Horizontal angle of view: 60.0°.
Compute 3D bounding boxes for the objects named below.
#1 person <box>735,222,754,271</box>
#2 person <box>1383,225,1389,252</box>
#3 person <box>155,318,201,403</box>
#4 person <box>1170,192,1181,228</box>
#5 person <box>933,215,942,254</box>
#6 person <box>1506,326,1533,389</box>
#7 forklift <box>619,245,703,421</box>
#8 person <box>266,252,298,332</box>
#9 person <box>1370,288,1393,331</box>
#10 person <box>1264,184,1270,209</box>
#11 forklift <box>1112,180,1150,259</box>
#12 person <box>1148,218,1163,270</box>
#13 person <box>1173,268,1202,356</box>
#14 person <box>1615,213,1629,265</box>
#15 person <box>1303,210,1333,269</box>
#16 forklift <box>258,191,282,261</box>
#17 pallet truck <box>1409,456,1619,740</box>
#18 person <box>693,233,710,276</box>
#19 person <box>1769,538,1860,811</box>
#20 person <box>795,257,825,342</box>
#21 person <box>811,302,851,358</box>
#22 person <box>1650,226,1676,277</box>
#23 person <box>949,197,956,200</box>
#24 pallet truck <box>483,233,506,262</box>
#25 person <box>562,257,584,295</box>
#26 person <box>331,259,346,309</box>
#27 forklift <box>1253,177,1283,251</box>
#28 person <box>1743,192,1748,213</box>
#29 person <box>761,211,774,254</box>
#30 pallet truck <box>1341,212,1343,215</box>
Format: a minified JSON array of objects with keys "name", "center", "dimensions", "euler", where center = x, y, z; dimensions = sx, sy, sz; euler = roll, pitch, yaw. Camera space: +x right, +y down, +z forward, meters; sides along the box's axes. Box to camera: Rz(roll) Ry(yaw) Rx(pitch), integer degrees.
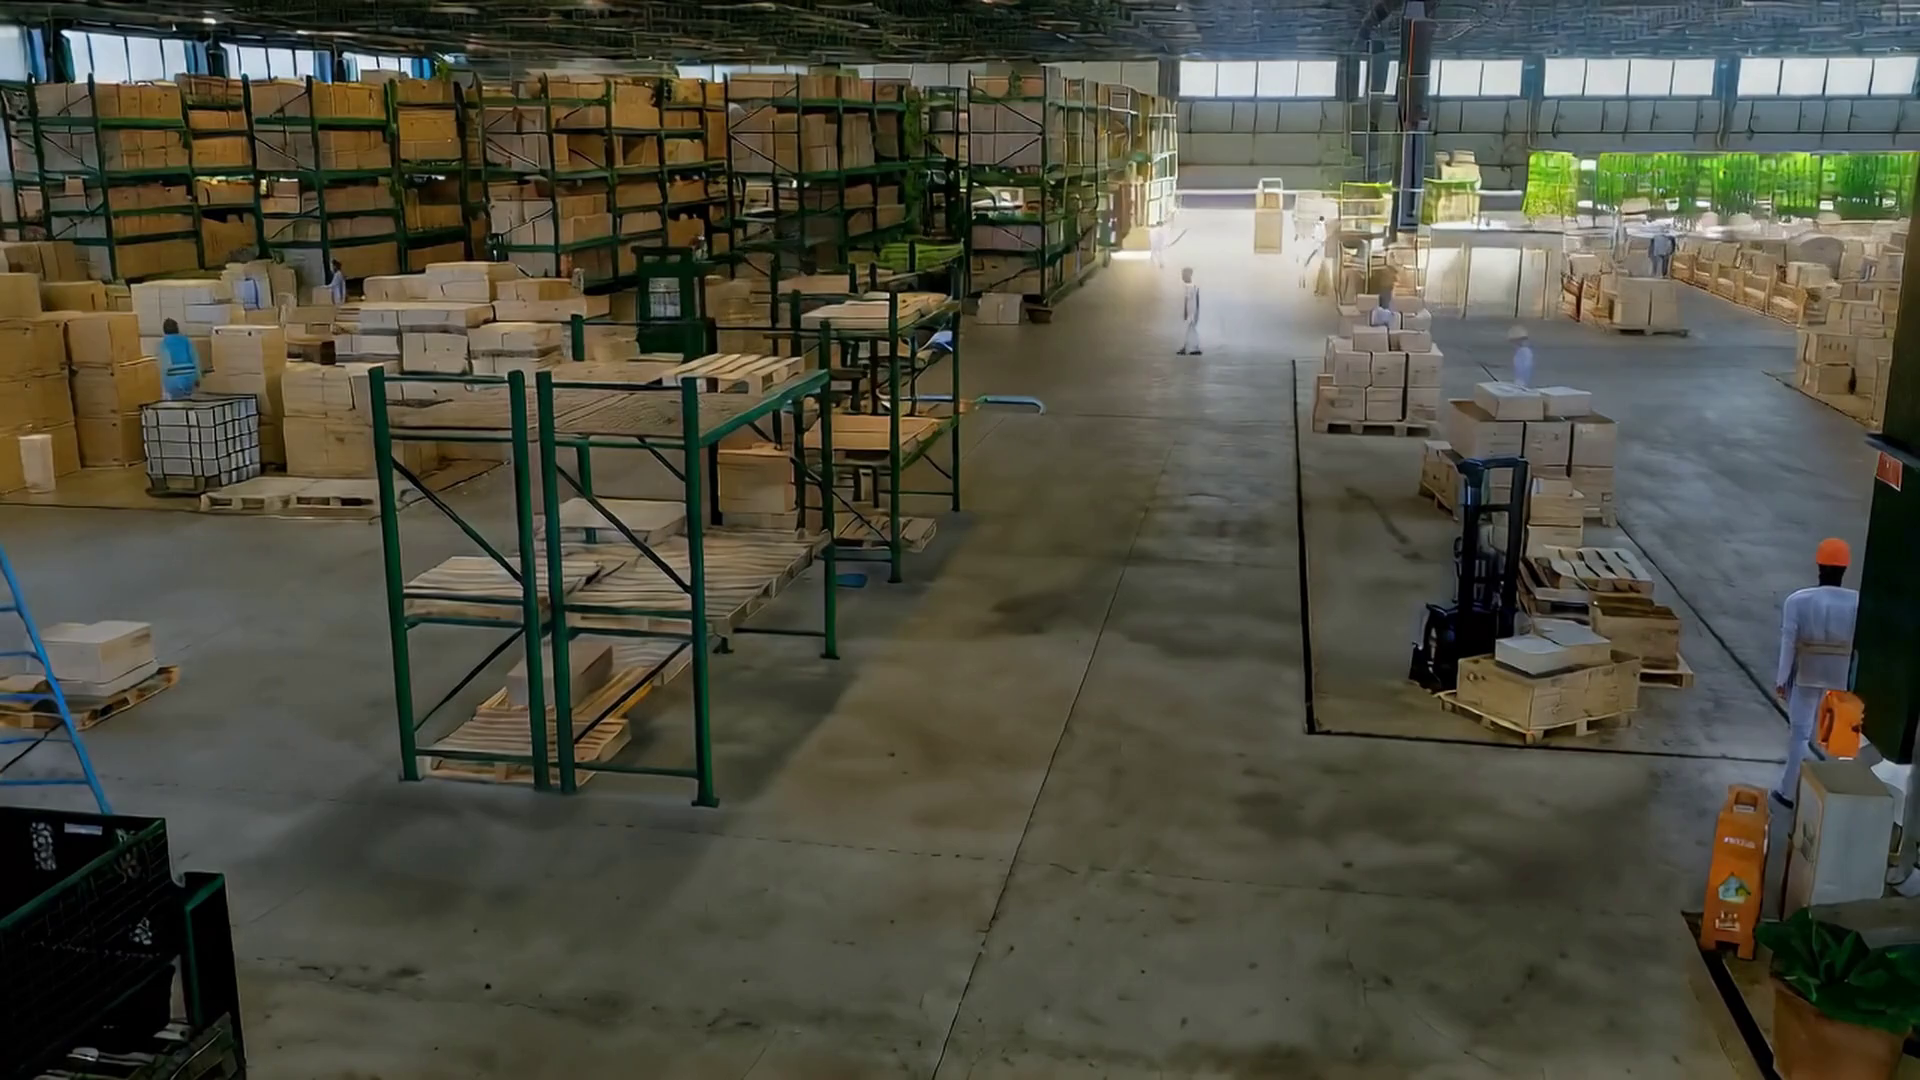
[{"name":"person","center":[-7.290,-9.796,55.453],"dimensions":[0.714,1.666,0.550],"euler":[-8,16,-29]},{"name":"person","center":[14.423,-9.881,55.908],"dimensions":[0.279,1.624,0.494],"euler":[-10,17,-36]},{"name":"person","center":[-11.903,-2.459,25.346],"dimensions":[0.482,1.829,0.649],"euler":[13,19,42]},{"name":"person","center":[10.348,-15.864,79.955],"dimensions":[0.534,1.751,0.628],"euler":[4,14,15]},{"name":"person","center":[-0.888,-10.776,59.427],"dimensions":[0.660,1.679,0.539],"euler":[1,14,6]},{"name":"person","center":[7.948,-2.136,23.914],"dimensions":[1.012,1.882,0.557],"euler":[10,17,35]},{"name":"forklift","center":[-4.709,-3.319,26.677],"dimensions":[1.129,2.768,1.873],"euler":[3,14,10]},{"name":"person","center":[-15.272,-5.517,37.541],"dimensions":[0.630,1.940,0.373],"euler":[-3,14,-10]},{"name":"person","center":[7.298,-3.389,28.858],"dimensions":[0.379,1.964,0.627],"euler":[7,16,28]},{"name":"person","center":[16.671,-18.441,90.392],"dimensions":[0.329,1.751,0.570],"euler":[4,14,14]},{"name":"forklift","center":[6.082,-11.722,60.796],"dimensions":[1.873,2.768,1.129],"euler":[2,14,9]},{"name":"person","center":[6.574,-9.938,55.872],"dimensions":[0.534,1.747,0.649],"euler":[-5,15,-20]},{"name":"person","center":[4.742,-4.740,34.652],"dimensions":[0.775,1.823,0.565],"euler":[-4,14,-15]},{"name":"person","center":[23.122,-10.516,58.095],"dimensions":[0.403,1.816,0.606],"euler":[8,16,29]},{"name":"person","center":[12.193,-10.176,56.384],"dimensions":[1.093,1.986,0.622],"euler":[3,14,12]},{"name":"forklift","center":[-20.178,-9.066,50.013],"dimensions":[1.129,2.768,1.873],"euler":[3,14,10]},{"name":"pallet truck","center":[4.504,0.400,13.395],"dimensions":[0.823,1.965,1.885],"euler":[-6,15,-23]},{"name":"person","center":[-6.996,-7.260,44.620],"dimensions":[0.552,1.935,0.366],"euler":[3,14,12]},{"name":"person","center":[5.889,0.930,11.392],"dimensions":[0.587,1.927,0.367],"euler":[2,14,7]},{"name":"person","center":[-3.359,-5.348,37.015],"dimensions":[0.986,1.864,0.593],"euler":[9,16,33]},{"name":"person","center":[-2.616,-4.518,34.188],"dimensions":[0.865,1.590,0.528],"euler":[-3,14,-13]},{"name":"person","center":[20.577,-8.229,48.670],"dimensions":[0.680,1.872,0.863],"euler":[5,15,18]},{"name":"person","center":[-0.422,-18.958,92.414],"dimensions":[0.606,1.781,0.915],"euler":[-6,15,-23]},{"name":"pallet truck","center":[-11.832,-7.026,43.548],"dimensions":[1.885,1.965,0.823],"euler":[8,16,28]},{"name":"person","center":[-9.364,-6.025,40.242],"dimensions":[0.527,1.630,0.314],"euler":[0,14,-1]},{"name":"person","center":[-14.467,-5.692,38.745],"dimensions":[0.318,1.698,0.535],"euler":[-6,15,-24]},{"name":"forklift","center":[12.083,-12.747,64.956],"dimensions":[1.129,2.768,1.873],"euler":[3,14,10]},{"name":"person","center":[37.703,-15.865,79.769],"dimensions":[0.589,1.834,0.403],"euler":[-6,15,-22]},{"name":"person","center":[-7.297,-11.663,63.145],"dimensions":[0.497,1.626,0.287],"euler":[-1,14,-4]},{"name":"pallet truck","center":[15.874,-13.227,70.310],"dimensions":[0.680,1.201,1.601],"euler":[10,17,35]}]
